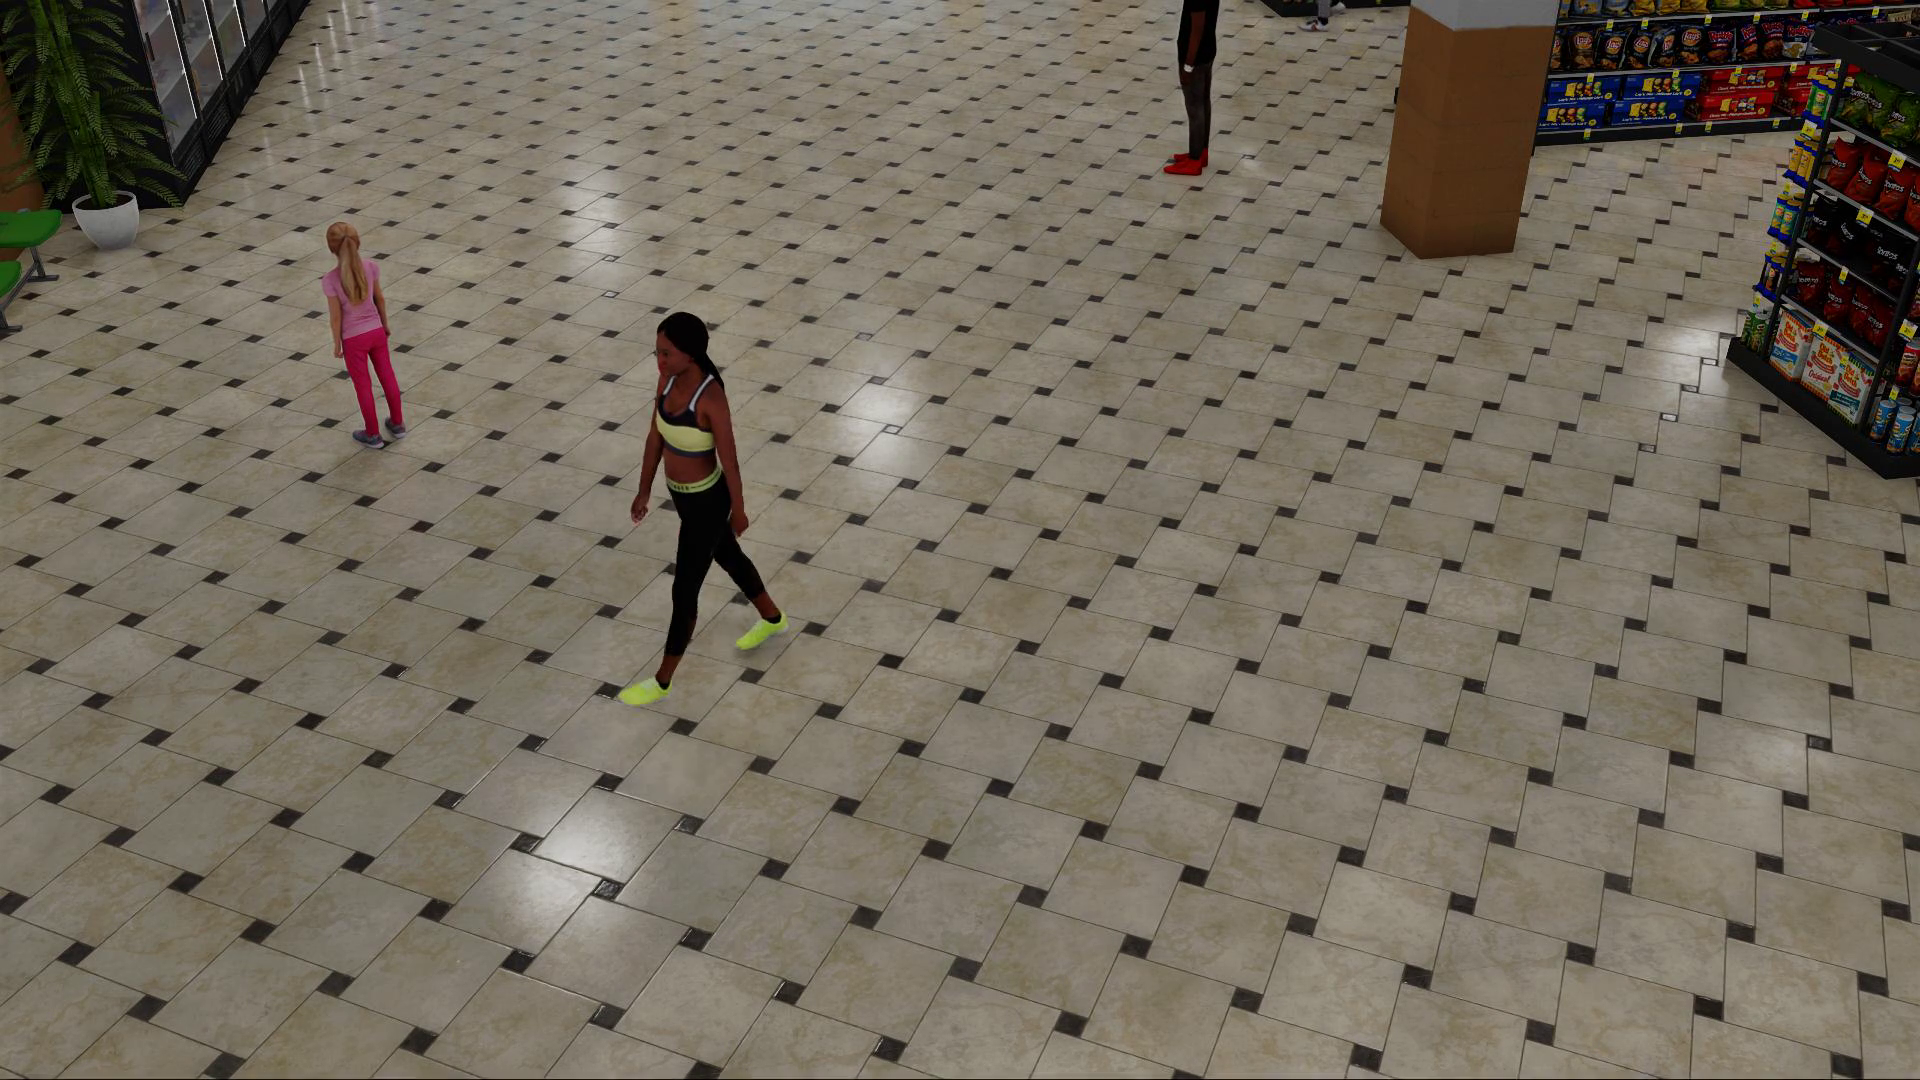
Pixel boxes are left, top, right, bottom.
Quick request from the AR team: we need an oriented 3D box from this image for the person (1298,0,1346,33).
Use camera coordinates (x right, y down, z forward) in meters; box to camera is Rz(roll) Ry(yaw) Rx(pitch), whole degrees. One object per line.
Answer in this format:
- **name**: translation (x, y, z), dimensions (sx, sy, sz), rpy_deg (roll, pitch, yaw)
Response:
- **person**: translation (3.631, -5.872, 15.944), dimensions (0.875, 1.937, 0.874), rpy_deg (7, 33, 12)

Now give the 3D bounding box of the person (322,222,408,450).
- **person**: translation (-3.203, -1.108, 8.920), dimensions (0.646, 1.271, 0.580), rpy_deg (26, 40, 35)

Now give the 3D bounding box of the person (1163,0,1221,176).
- **person**: translation (1.802, -3.663, 12.521), dimensions (0.733, 1.805, 0.722), rpy_deg (13, 34, 20)

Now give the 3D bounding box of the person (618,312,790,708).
- **person**: translation (-1.016, -0.169, 7.004), dimensions (1.209, 1.700, 0.959), rpy_deg (-24, 39, -33)
